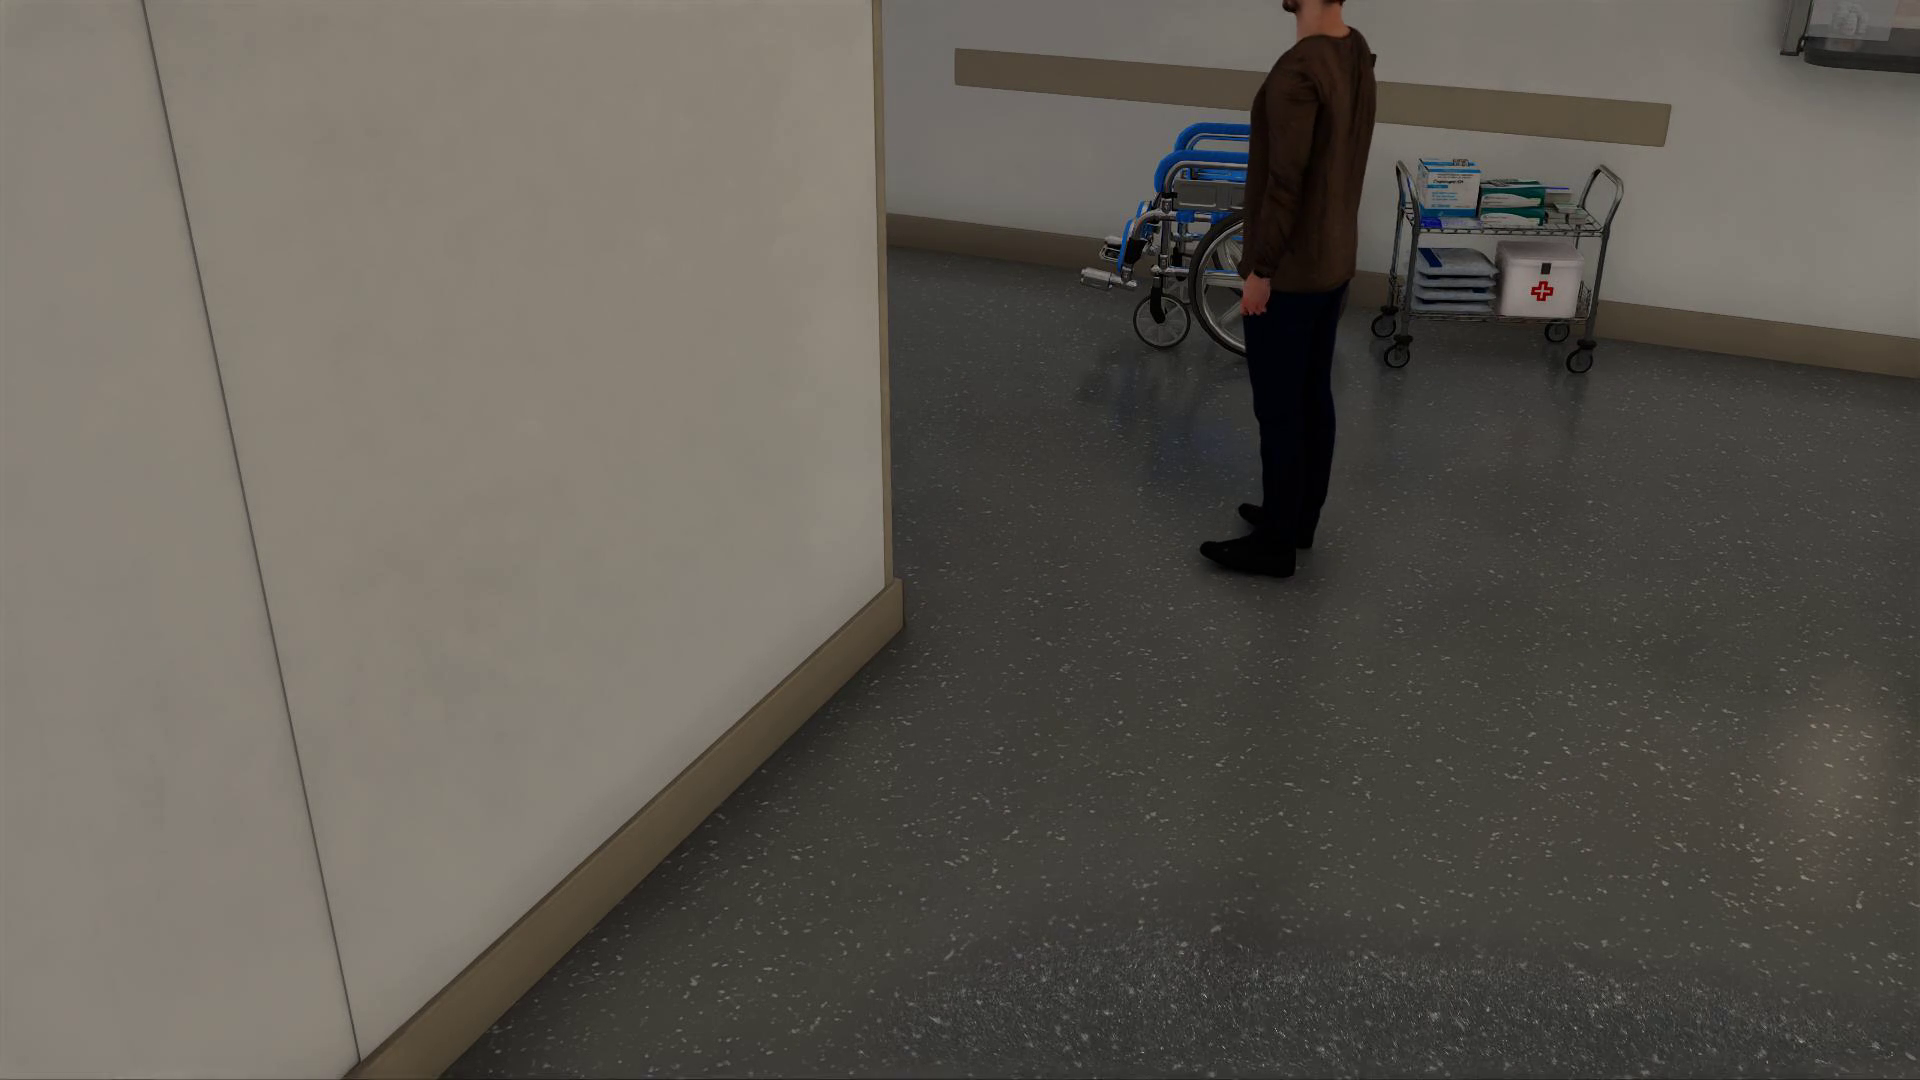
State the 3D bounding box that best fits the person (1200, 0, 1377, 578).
[{"bbox_3d":[0.979,-0.806,4.801,0.732,1.889,0.540,15,30,28],"label":"person"}]
